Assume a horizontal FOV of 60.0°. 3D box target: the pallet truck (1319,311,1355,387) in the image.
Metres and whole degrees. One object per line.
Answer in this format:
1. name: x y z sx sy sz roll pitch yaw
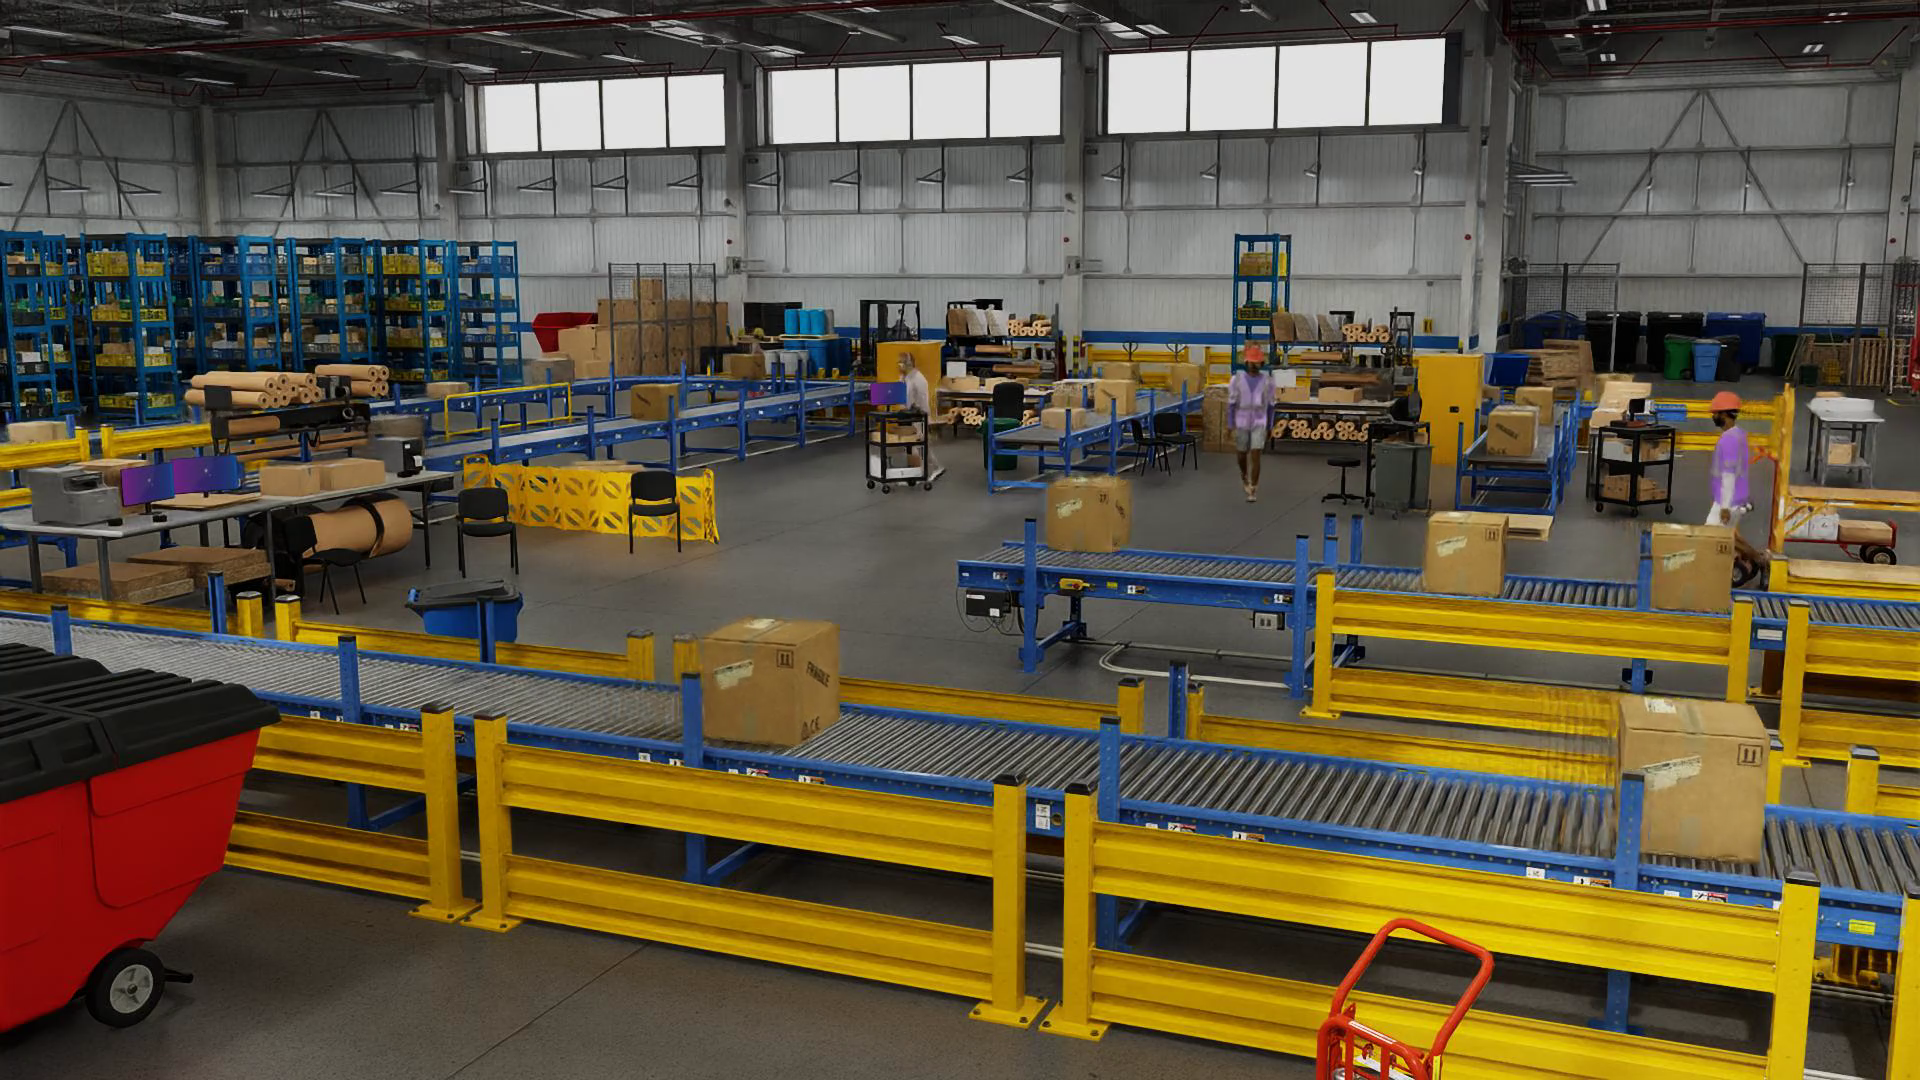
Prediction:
1. pallet truck: 9.071 -4.419 39.190 0.823 1.965 1.885 5 10 26

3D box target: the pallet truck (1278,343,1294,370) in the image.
1. pallet truck: 7.886 -4.163 39.743 0.653 1.274 1.630 4 10 22

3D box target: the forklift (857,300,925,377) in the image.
1. forklift: -1.732 -5.109 42.468 1.157 1.987 2.680 4 10 22

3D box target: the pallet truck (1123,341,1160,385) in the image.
1. pallet truck: 4.445 -4.380 41.279 0.680 1.201 1.601 4 10 22

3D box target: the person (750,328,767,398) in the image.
1. person: -4.159 -3.540 34.615 0.530 1.747 0.527 -1 9 -6

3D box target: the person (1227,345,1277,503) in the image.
1. person: 3.783 -1.522 21.576 0.620 2.021 0.762 2 10 13

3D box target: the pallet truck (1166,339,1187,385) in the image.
1. pallet truck: 5.418 -4.269 40.420 0.704 1.261 1.522 3 10 20

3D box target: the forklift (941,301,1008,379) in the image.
1. forklift: 0.365 -4.966 41.571 1.157 1.987 2.680 3 10 20

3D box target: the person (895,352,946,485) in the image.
1. person: -0.551 -1.698 23.138 0.791 1.866 0.661 -4 10 -24

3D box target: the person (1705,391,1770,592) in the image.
1. person: 7.045 -0.387 15.038 0.742 1.907 0.574 6 11 32

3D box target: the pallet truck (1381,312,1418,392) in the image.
1. pallet truck: 10.207 -4.283 38.369 0.823 1.965 1.885 3 10 20
